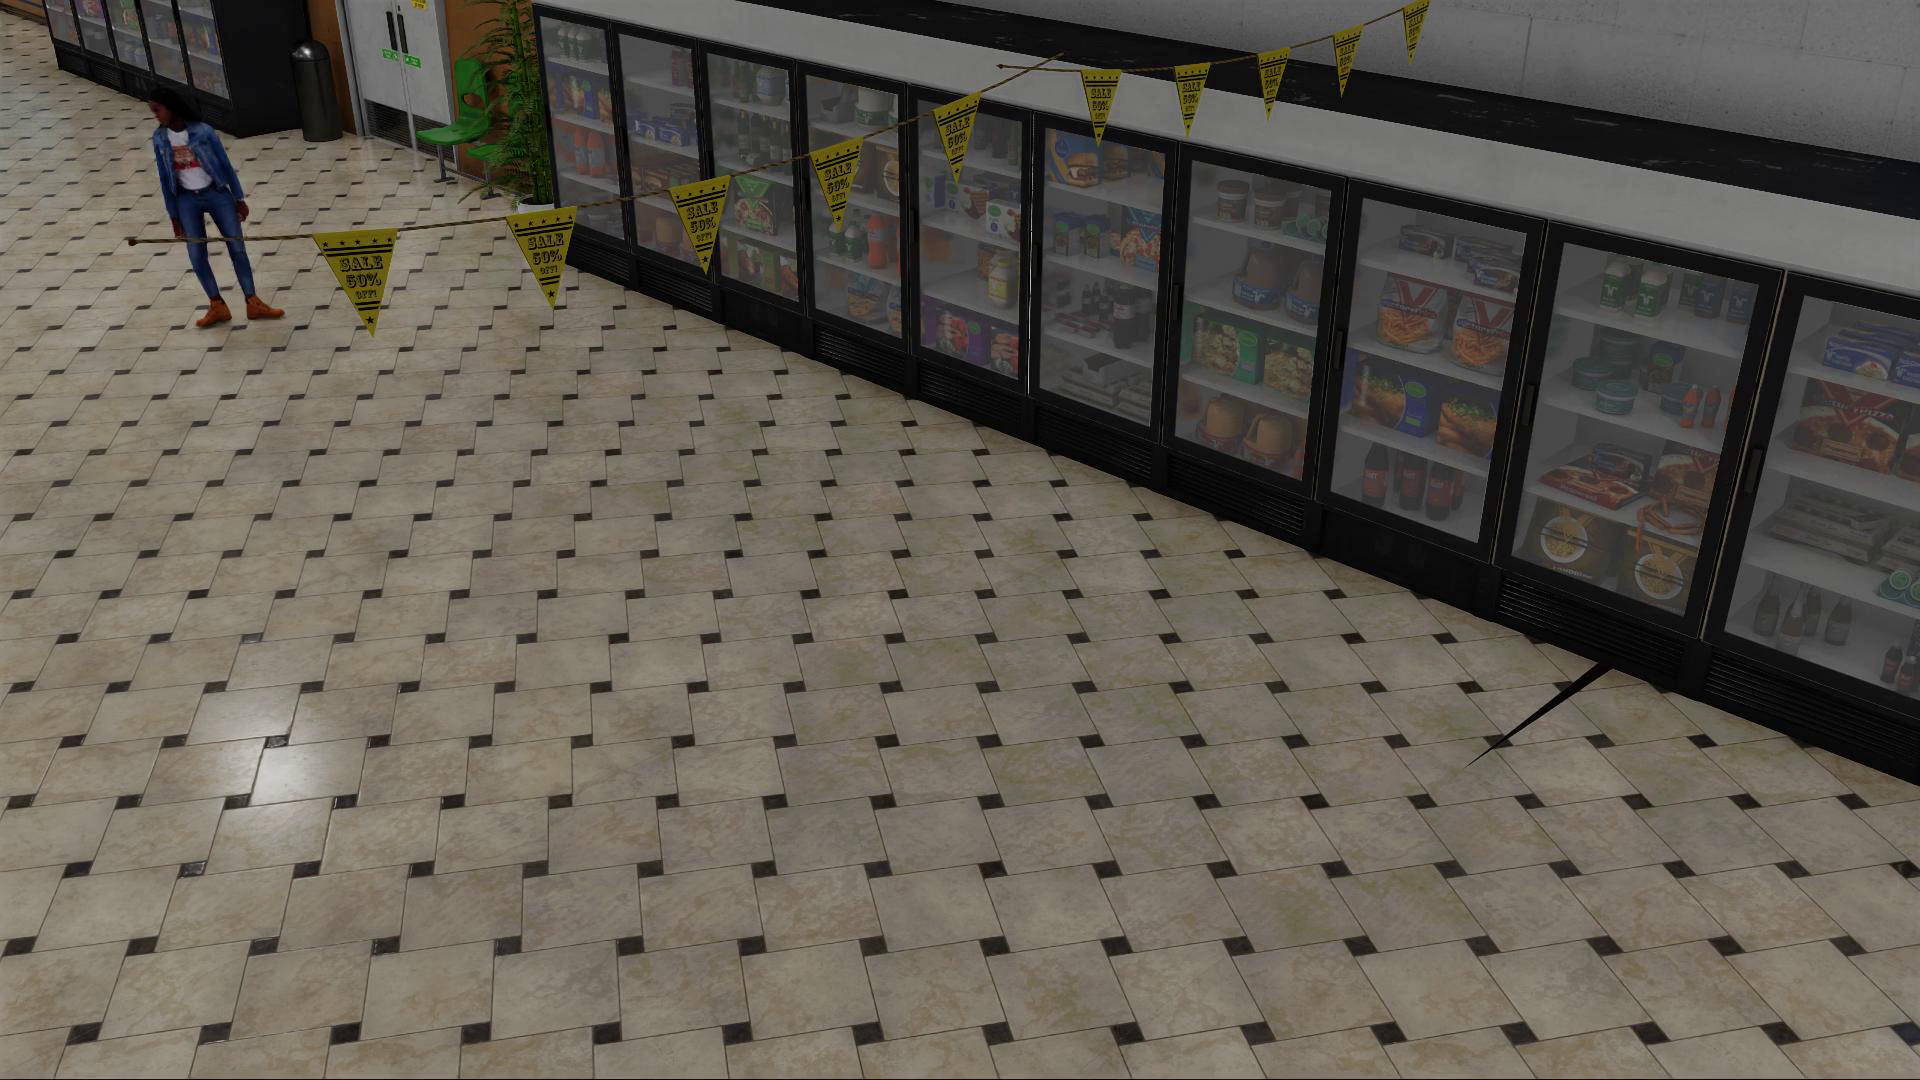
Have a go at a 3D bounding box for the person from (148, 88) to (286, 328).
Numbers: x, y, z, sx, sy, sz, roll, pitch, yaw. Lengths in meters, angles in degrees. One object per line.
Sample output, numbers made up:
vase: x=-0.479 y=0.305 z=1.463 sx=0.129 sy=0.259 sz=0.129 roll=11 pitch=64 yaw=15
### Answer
person: x=-5.219 y=-2.331 z=11.659 sx=0.725 sy=1.694 sz=0.892 roll=-12 pitch=29 yaw=-22
